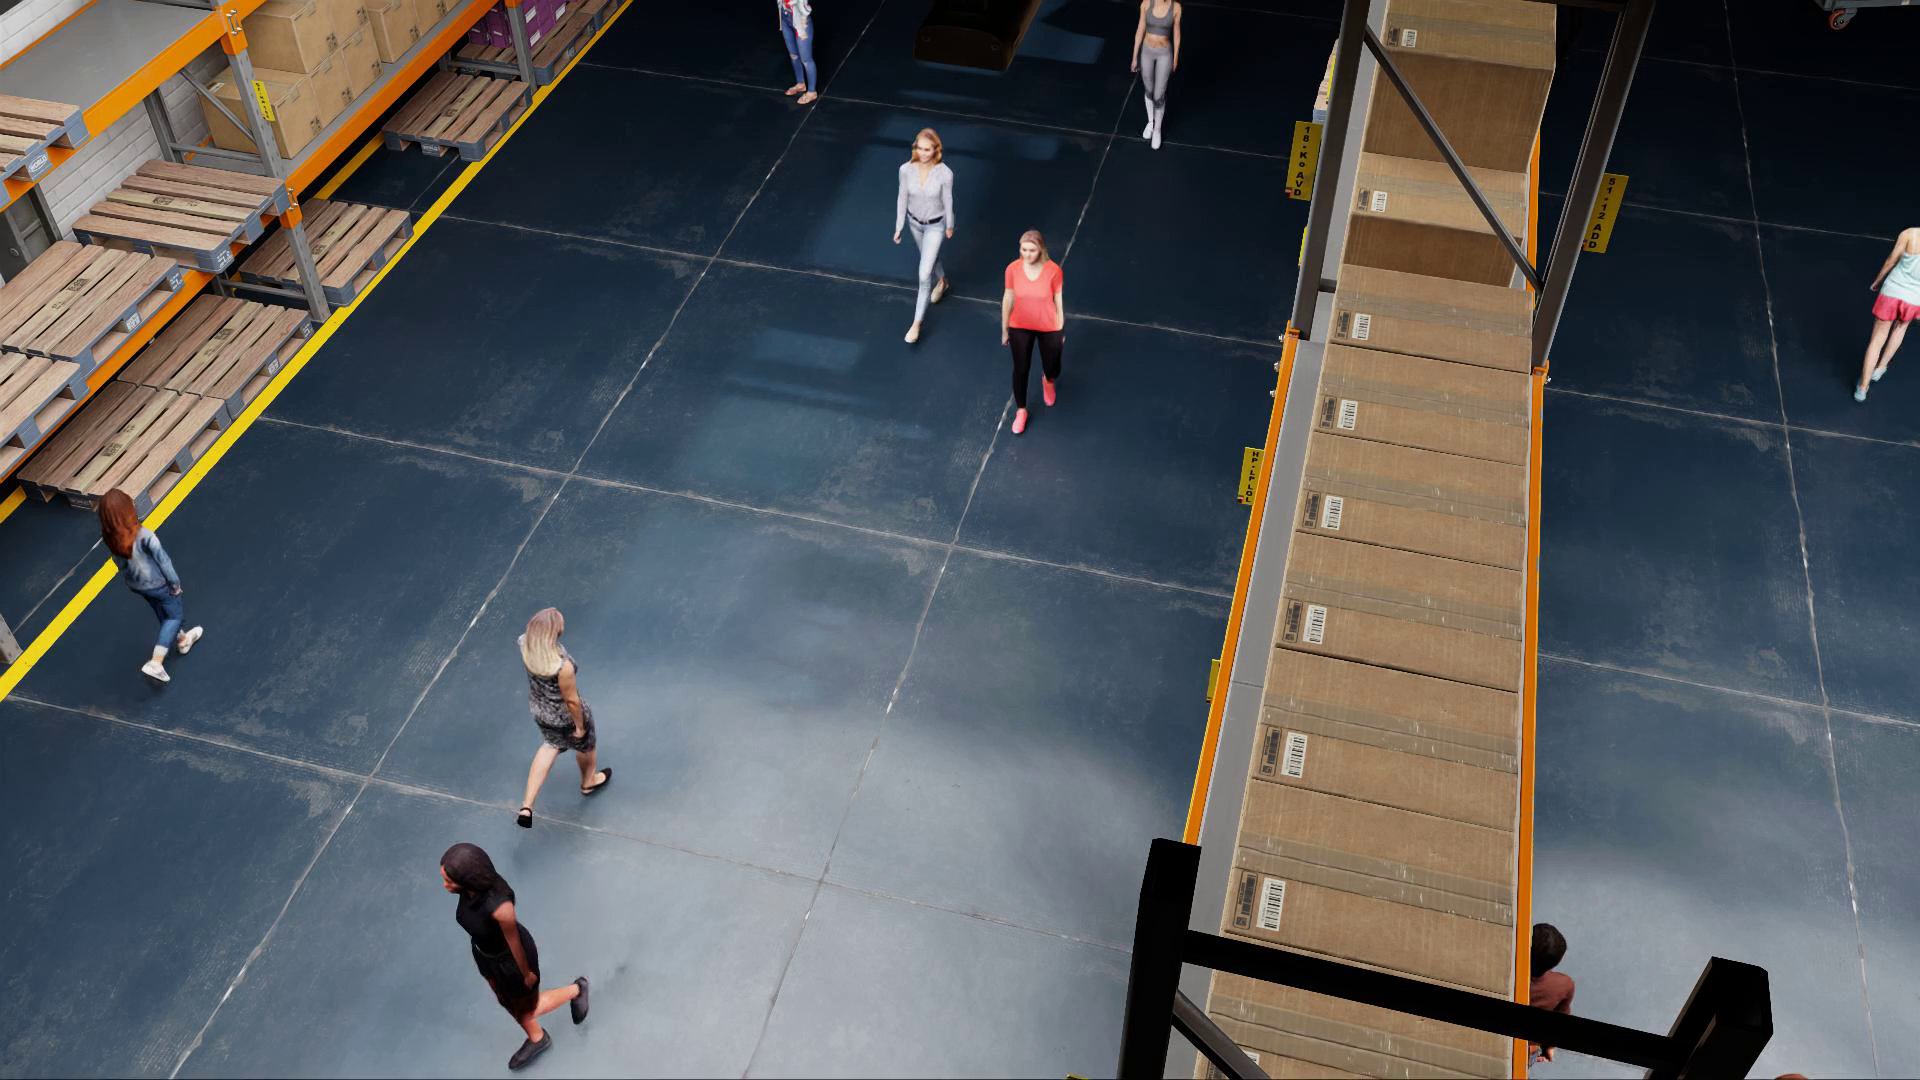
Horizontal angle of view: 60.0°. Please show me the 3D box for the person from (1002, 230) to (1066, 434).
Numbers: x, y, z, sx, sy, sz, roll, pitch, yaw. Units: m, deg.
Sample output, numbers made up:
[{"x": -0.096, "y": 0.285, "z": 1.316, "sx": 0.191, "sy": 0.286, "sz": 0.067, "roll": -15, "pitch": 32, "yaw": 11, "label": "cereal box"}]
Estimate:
[{"x": 0.578, "y": -1.624, "z": 12.568, "sx": 0.659, "sy": 1.684, "sz": 0.799, "roll": 8, "pitch": 44, "yaw": 8, "label": "person"}]

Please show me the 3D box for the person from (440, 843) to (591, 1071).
[{"x": -2.292, "y": 2.096, "z": 8.641, "sx": 0.799, "sy": 1.714, "sz": 0.909, "roll": 25, "pitch": 49, "yaw": 24, "label": "person"}]

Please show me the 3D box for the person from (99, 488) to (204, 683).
[{"x": -5.261, "y": 0.308, "z": 10.700, "sx": 0.560, "sy": 1.462, "sz": 0.814, "roll": 11, "pitch": 45, "yaw": 11, "label": "person"}]

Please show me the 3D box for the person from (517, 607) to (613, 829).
[{"x": -2.412, "y": 1.076, "z": 9.738, "sx": 0.763, "sy": 1.677, "sz": 1.024, "roll": 22, "pitch": 48, "yaw": 22, "label": "person"}]

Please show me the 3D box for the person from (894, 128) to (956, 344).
[{"x": -0.249, "y": -2.568, "z": 13.518, "sx": 0.716, "sy": 1.739, "sz": 1.225, "roll": 16, "pitch": 46, "yaw": 17, "label": "person"}]

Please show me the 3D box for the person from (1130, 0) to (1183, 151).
[{"x": 1.865, "y": -4.581, "z": 15.670, "sx": 0.584, "sy": 1.687, "sz": 0.691, "roll": 14, "pitch": 45, "yaw": 14, "label": "person"}]

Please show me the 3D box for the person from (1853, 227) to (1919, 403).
[{"x": 7.191, "y": -1.804, "z": 12.708, "sx": 0.645, "sy": 1.751, "sz": 0.817, "roll": 17, "pitch": 46, "yaw": 17, "label": "person"}]

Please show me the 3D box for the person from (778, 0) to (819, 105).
[{"x": -1.581, "y": -5.054, "z": 16.220, "sx": 0.659, "sy": 1.612, "sz": 0.664, "roll": 33, "pitch": 53, "yaw": 30, "label": "person"}]
